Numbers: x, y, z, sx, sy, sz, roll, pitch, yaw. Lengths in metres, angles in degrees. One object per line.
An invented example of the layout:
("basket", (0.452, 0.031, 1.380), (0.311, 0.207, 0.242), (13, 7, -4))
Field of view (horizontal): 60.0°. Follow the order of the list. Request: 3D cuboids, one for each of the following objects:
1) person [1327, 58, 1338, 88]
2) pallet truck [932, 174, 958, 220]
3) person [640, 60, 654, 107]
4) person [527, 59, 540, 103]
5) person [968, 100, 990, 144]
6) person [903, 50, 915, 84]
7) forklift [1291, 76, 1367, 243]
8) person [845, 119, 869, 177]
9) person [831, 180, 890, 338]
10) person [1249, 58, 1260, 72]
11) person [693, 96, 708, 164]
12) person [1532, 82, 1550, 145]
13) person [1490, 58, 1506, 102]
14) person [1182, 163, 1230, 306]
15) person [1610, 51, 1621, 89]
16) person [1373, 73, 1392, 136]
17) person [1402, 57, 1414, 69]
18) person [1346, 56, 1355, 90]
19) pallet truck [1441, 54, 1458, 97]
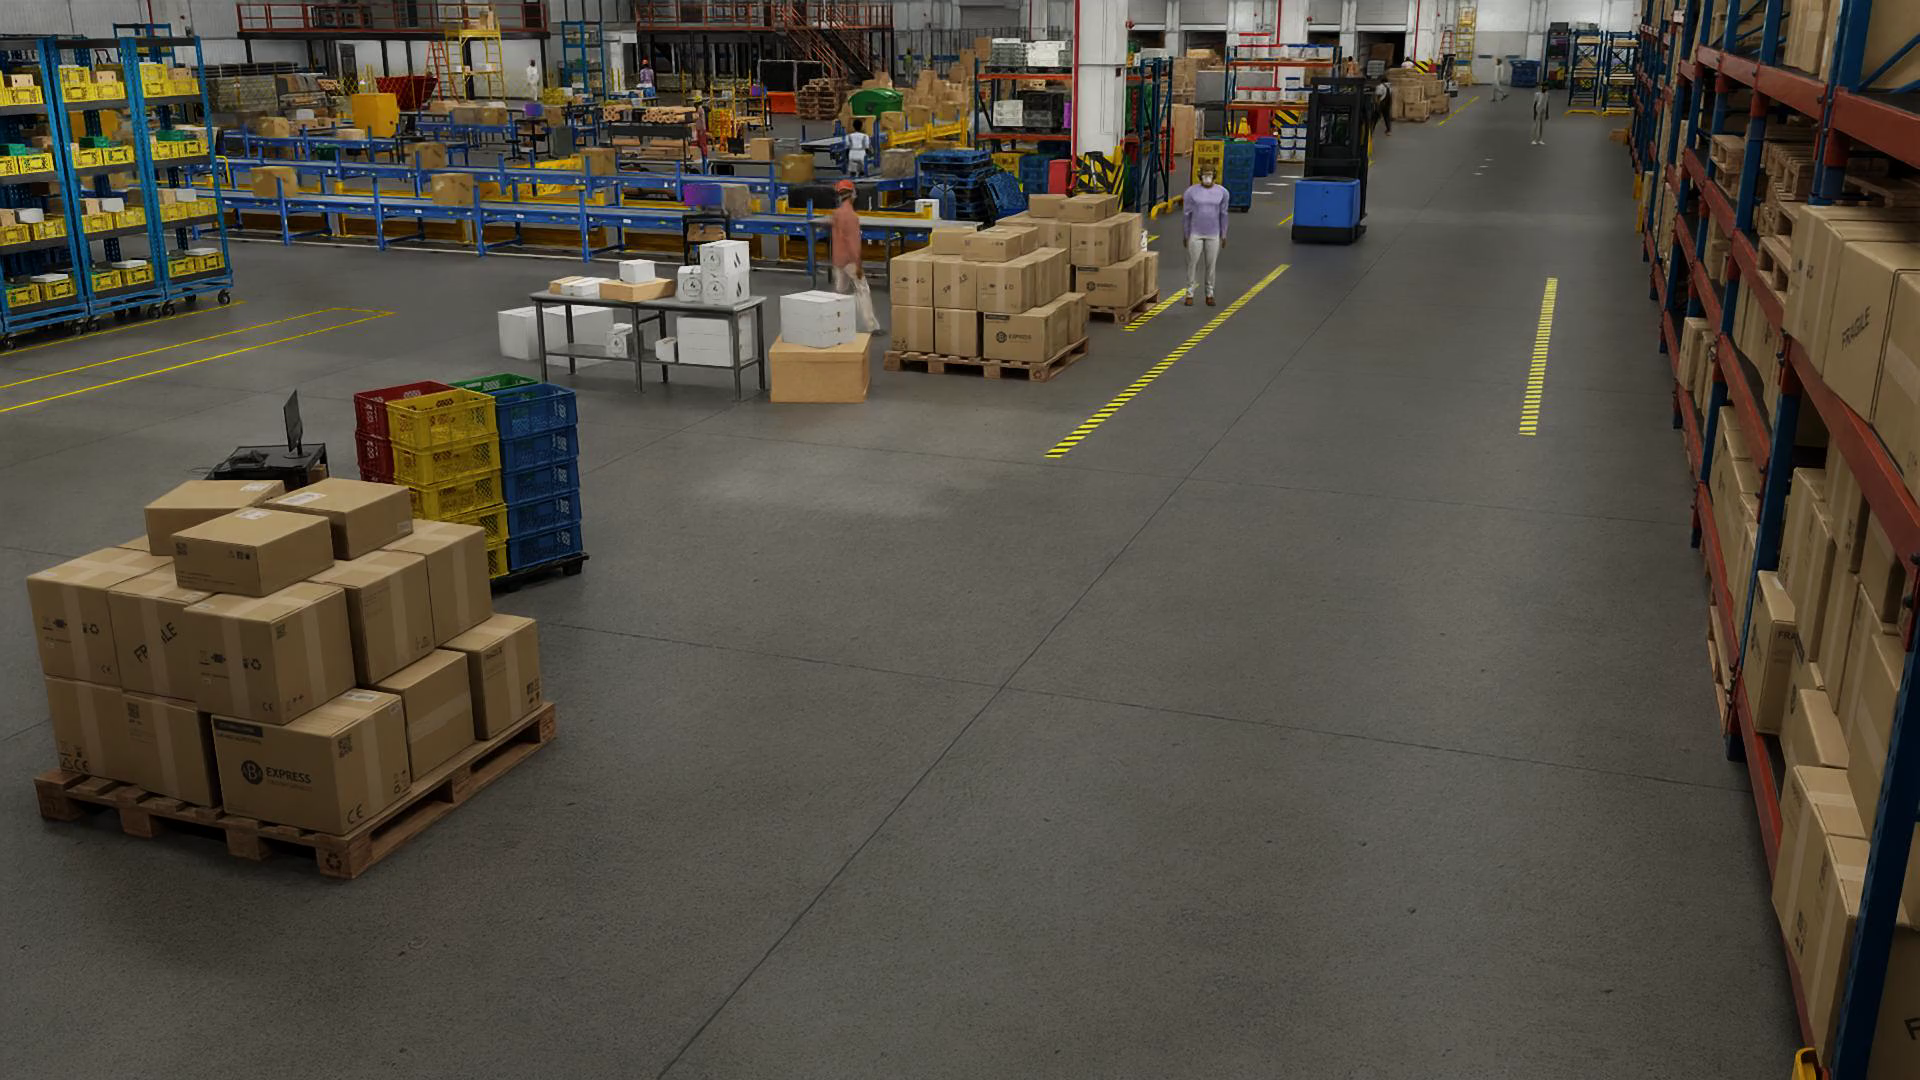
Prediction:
("person", (17.311, -21.492, 77.305), (0.647, 1.893, 1.011), (-15, 23, -39))
("pallet truck", (-0.507, -5.292, 27.348), (0.653, 1.274, 1.630), (6, 19, 19))
("person", (-12.588, -18.250, 66.876), (0.609, 2.034, 0.397), (-15, 23, -39))
("person", (-18.881, -20.350, 73.745), (0.405, 1.872, 0.578), (8, 19, 24))
("person", (0.433, -10.196, 41.928), (0.627, 1.804, 0.759), (7, 19, 22))
("person", (-2.819, -26.282, 92.455), (0.642, 1.830, 0.445), (1, 18, 2))
("forklift", (6.598, -6.755, 29.381), (1.129, 2.768, 1.873), (6, 19, 19))
("person", (-2.236, -8.296, 36.178), (0.534, 1.678, 0.710), (1, 18, 4))
("person", (-1.345, -3.496, 20.686), (0.738, 1.937, 0.679), (-8, 19, -24))
("person", (14.542, -22.970, 82.177), (0.494, 1.741, 0.308), (4, 18, 12))
("person", (-6.913, -10.892, 44.194), (0.326, 1.763, 0.533), (-6, 19, -17))
("person", (17.644, -12.948, 50.489), (0.509, 1.867, 0.328), (-5, 18, -15))
("person", (24.109, -20.577, 74.378), (0.558, 1.924, 0.626), (-2, 18, -7))
("person", (3.364, -4.184, 22.830), (0.629, 1.940, 0.377), (1, 18, 3))
("person", (33.521, -24.006, 85.122), (0.543, 1.933, 0.363), (3, 18, 9))
("person", (13.741, -14.225, 54.213), (0.699, 2.000, 1.010), (-13, 22, -36))
("person", (21.363, -22.176, 79.547), (0.633, 1.835, 0.430), (-4, 18, -12))
("person", (20.022, -23.977, 85.409), (0.535, 1.699, 0.321), (-13, 22, -36))
("pallet truck", (22.765, -21.886, 78.355), (0.823, 1.965, 1.885), (-4, 18, -14))
